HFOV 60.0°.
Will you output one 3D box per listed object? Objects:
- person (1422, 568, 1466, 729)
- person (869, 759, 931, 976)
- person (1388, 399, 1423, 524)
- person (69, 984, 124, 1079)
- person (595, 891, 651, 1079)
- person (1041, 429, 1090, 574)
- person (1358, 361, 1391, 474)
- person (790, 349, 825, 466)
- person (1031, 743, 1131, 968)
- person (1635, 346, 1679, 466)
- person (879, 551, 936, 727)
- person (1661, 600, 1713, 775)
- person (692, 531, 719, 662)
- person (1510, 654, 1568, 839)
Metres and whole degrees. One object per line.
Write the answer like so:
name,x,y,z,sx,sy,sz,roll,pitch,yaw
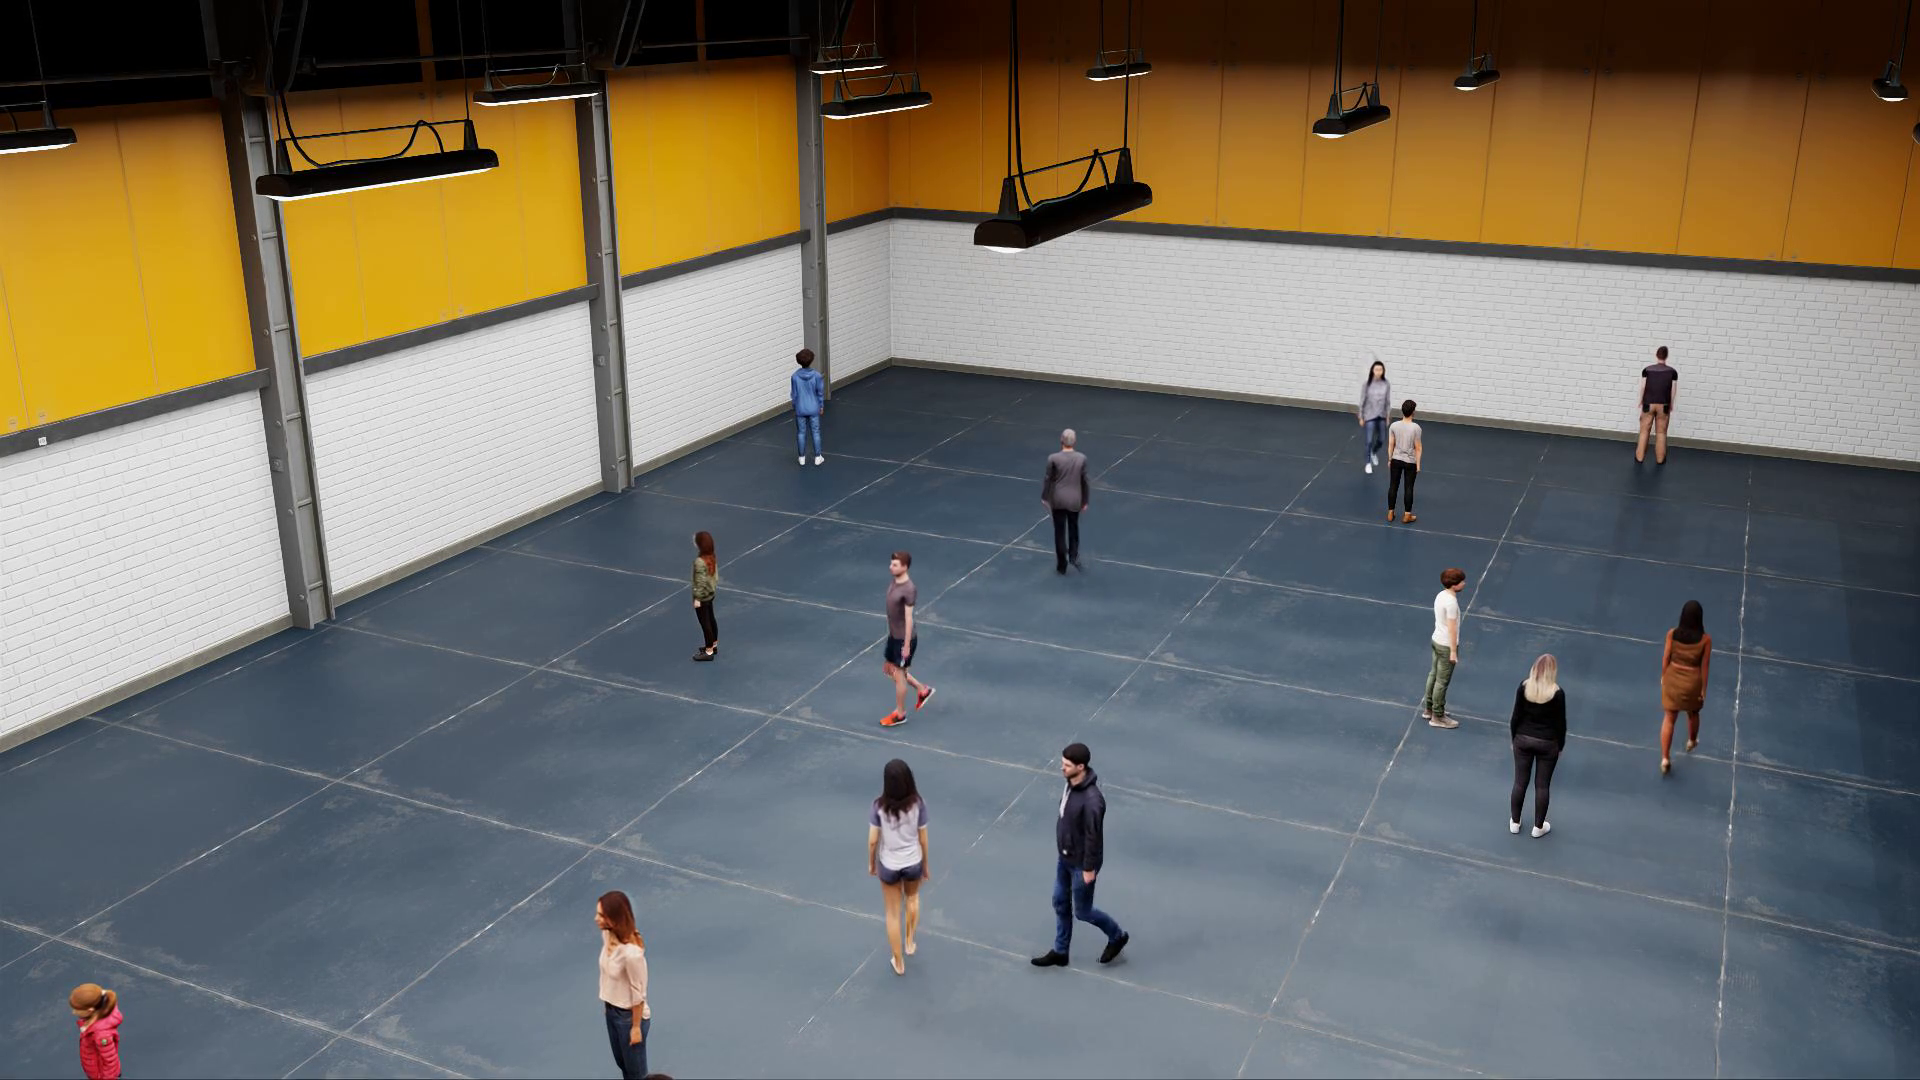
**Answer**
person,4.871,1.060,16.714,0.708,1.655,0.600,0,19,-1
person,-0.434,2.474,12.417,0.728,1.717,0.774,-3,19,-8
person,6.144,-1.102,23.029,0.632,1.721,0.557,11,22,31
person,-5.358,3.349,10.449,0.606,1.314,0.586,-15,24,-38
person,-2.126,3.037,10.632,0.681,1.790,0.674,-13,22,-33
person,1.352,-0.467,20.995,0.963,1.817,1.027,-4,19,-11
person,6.319,-1.893,25.381,0.753,1.720,0.799,1,19,2
person,-2.357,-2.063,25.742,0.757,1.811,0.737,0,19,0
person,0.981,2.374,12.475,1.114,1.870,1.076,-5,19,-16
person,10.809,-2.107,25.829,0.678,1.840,0.578,7,20,21
person,-0.517,0.969,16.692,1.006,1.842,0.937,-8,20,-22
person,6.775,1.423,15.643,0.674,1.650,1.027,12,22,32
person,-2.815,0.601,18.356,0.693,1.476,0.542,3,19,8
person,5.025,1.786,14.510,0.633,1.686,0.554,11,21,29
